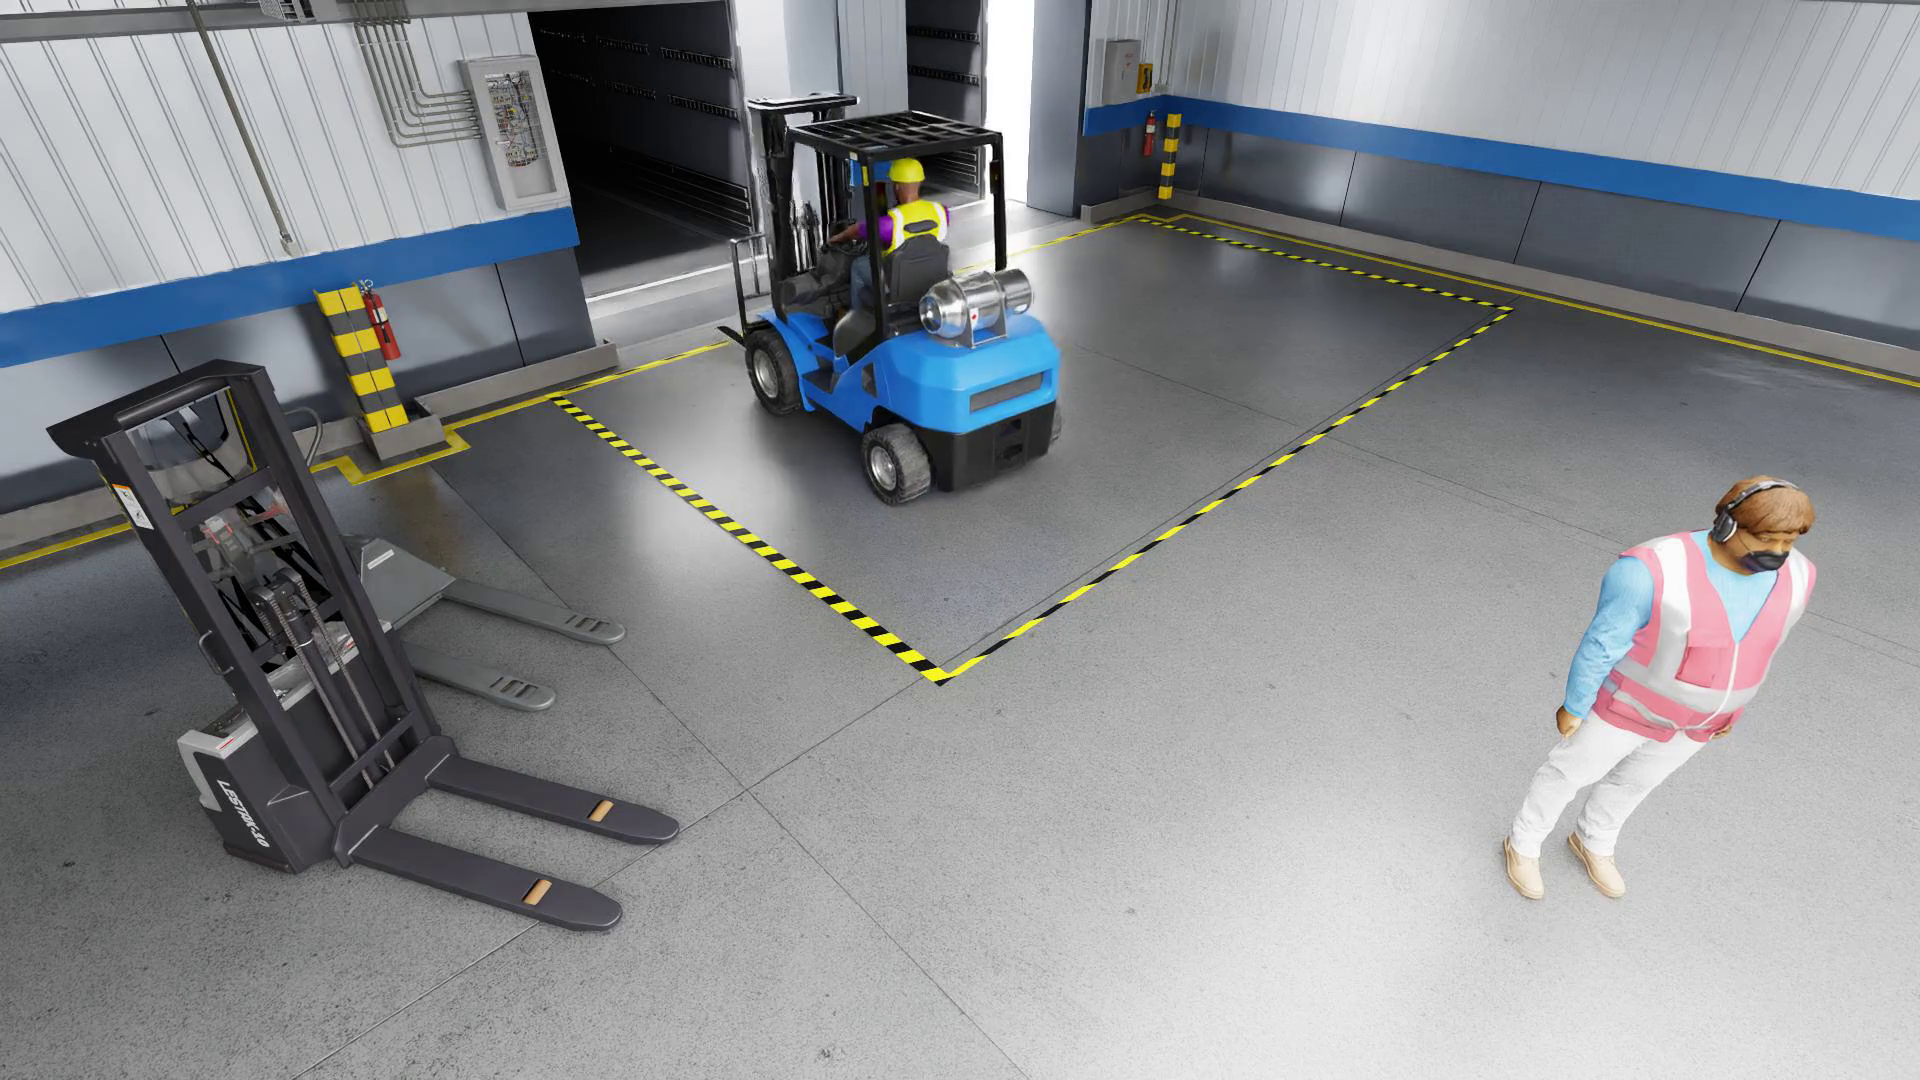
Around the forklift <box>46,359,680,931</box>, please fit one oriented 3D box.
[{"bbox_3d":[-2.135,0.422,3.354,1.885,1.965,0.823,10,35,14],"label":"forklift"}]

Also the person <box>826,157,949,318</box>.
[{"bbox_3d":[-0.521,-2.001,6.268,0.635,1.294,1.004,-23,41,-30],"label":"person"}]

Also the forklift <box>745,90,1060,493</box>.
[{"bbox_3d":[-0.491,-1.817,6.330,1.157,2.036,2.680,-23,41,-30],"label":"forklift"}]

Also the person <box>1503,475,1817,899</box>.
[{"bbox_3d":[2.455,0.589,3.245,0.636,1.841,0.429,0,34,0],"label":"person"}]

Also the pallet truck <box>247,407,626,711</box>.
[{"bbox_3d":[-2.628,0.038,4.590,1.601,1.201,0.680,12,36,18],"label":"pallet truck"}]
